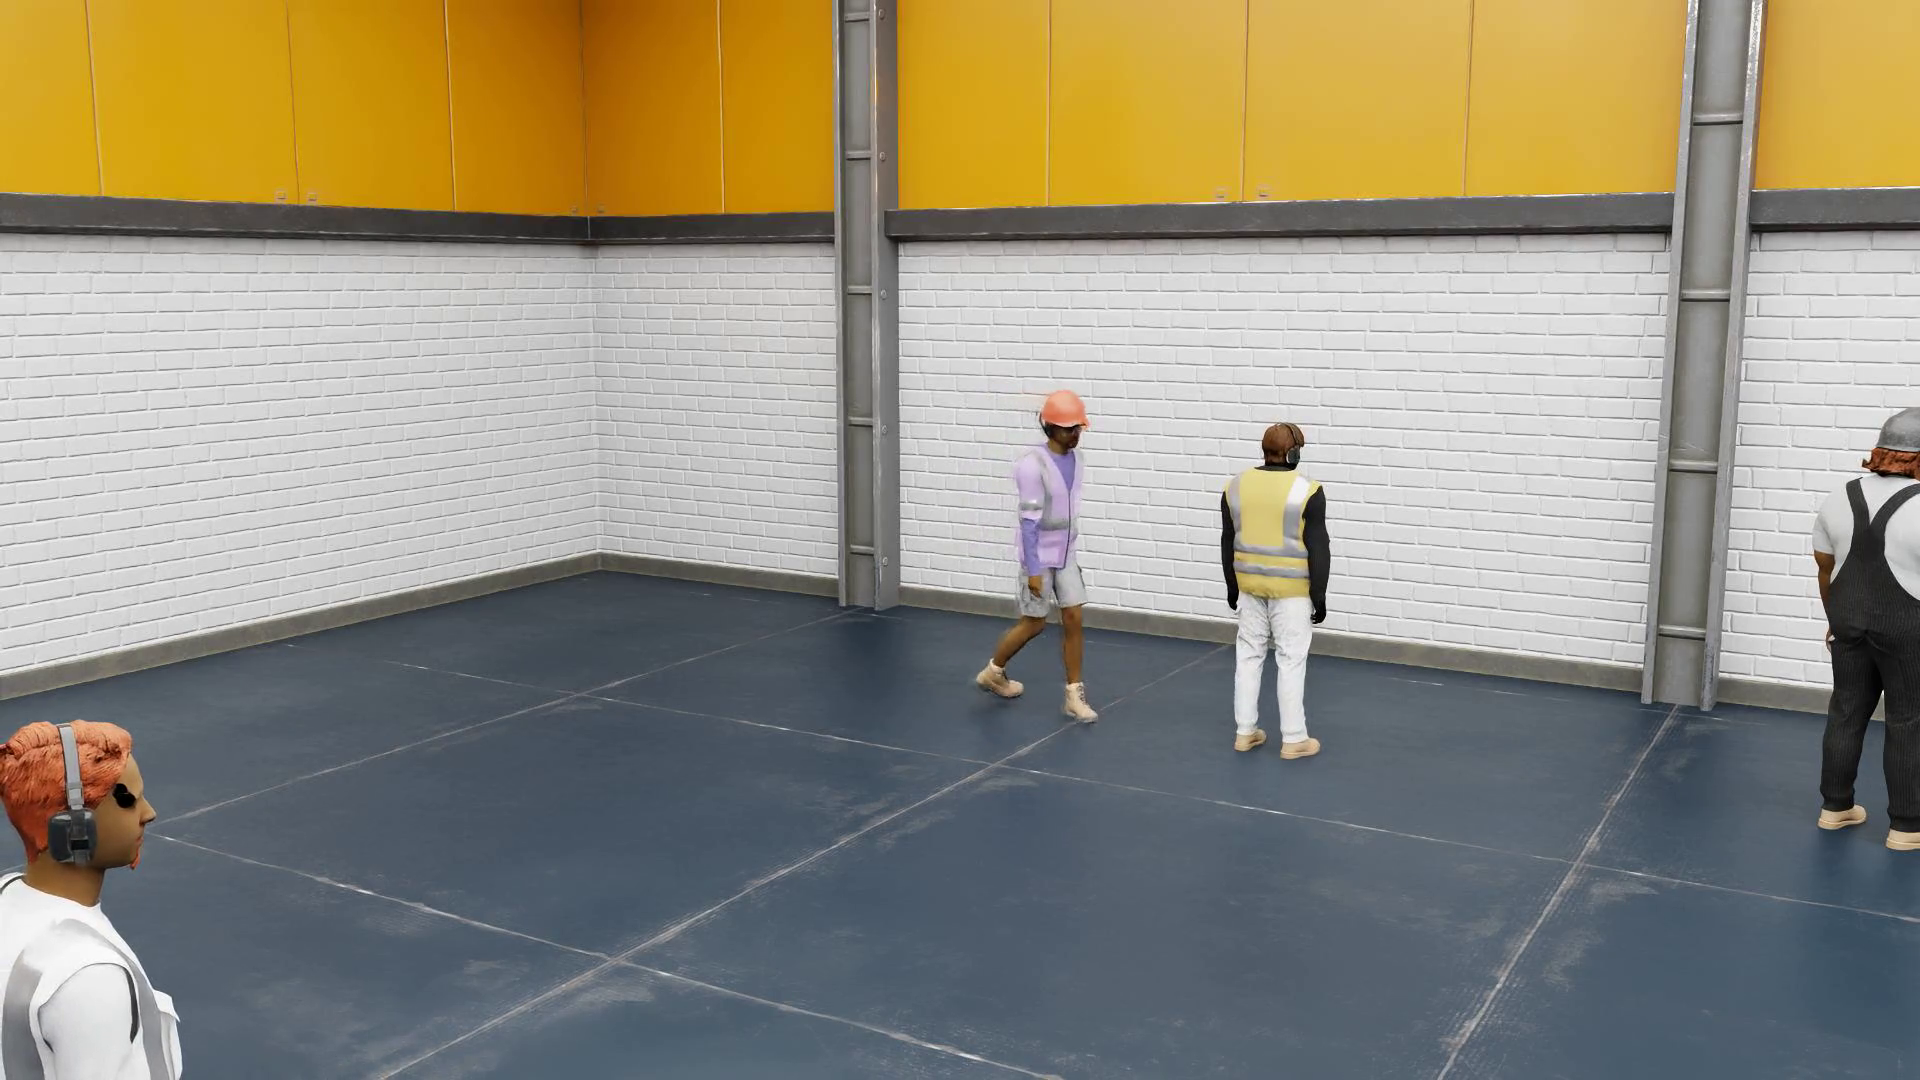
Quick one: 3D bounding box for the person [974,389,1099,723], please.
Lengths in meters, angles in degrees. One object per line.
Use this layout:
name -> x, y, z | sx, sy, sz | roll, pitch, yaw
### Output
person -> 0.465, 0.074, 9.953 | 0.615, 1.994, 0.852 | -9, 12, -43

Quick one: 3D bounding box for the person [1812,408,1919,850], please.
person -> 4.353, 0.398, 7.738 | 0.537, 2.000, 0.682 | -5, 10, -28

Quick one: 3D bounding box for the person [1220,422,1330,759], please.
person -> 1.743, 0.272, 9.144 | 0.634, 1.841, 0.429 | 7, 12, 38

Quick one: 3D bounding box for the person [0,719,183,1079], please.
person -> -1.549, 1.242, 2.959 | 0.585, 1.882, 0.337 | 9, 13, 44
